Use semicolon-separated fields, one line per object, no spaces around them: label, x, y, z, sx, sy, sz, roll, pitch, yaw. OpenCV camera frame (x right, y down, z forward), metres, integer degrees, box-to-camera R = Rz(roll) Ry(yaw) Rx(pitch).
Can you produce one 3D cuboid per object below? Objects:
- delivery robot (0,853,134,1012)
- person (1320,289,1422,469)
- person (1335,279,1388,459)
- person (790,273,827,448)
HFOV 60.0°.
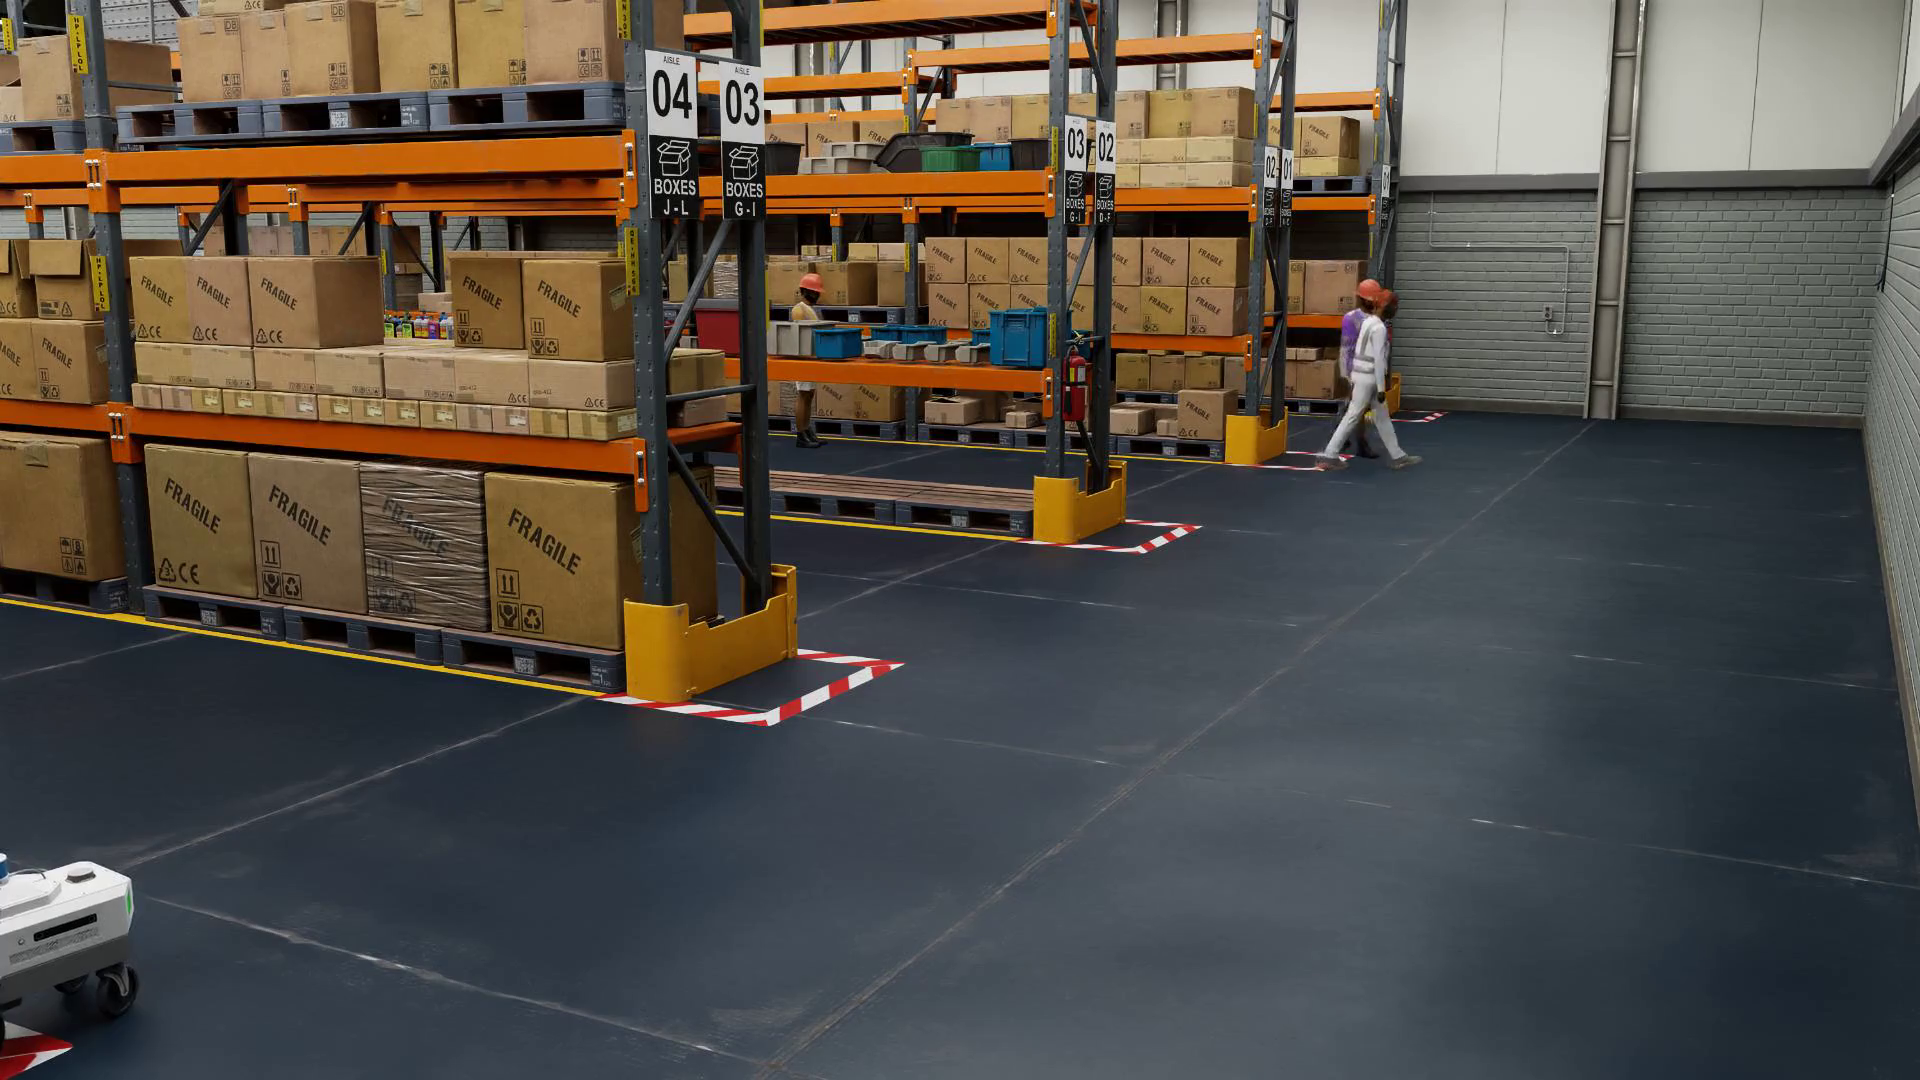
delivery robot;-2.806;1.156;4.840;0.477;0.478;0.707;7;13;35
person;4.126;-1.603;16.679;1.023;1.824;0.624;1;10;7
person;4.231;-1.832;17.748;0.571;1.900;0.777;-6;12;-28
person;-1.673;-1.990;18.496;0.364;1.933;0.543;2;11;11
